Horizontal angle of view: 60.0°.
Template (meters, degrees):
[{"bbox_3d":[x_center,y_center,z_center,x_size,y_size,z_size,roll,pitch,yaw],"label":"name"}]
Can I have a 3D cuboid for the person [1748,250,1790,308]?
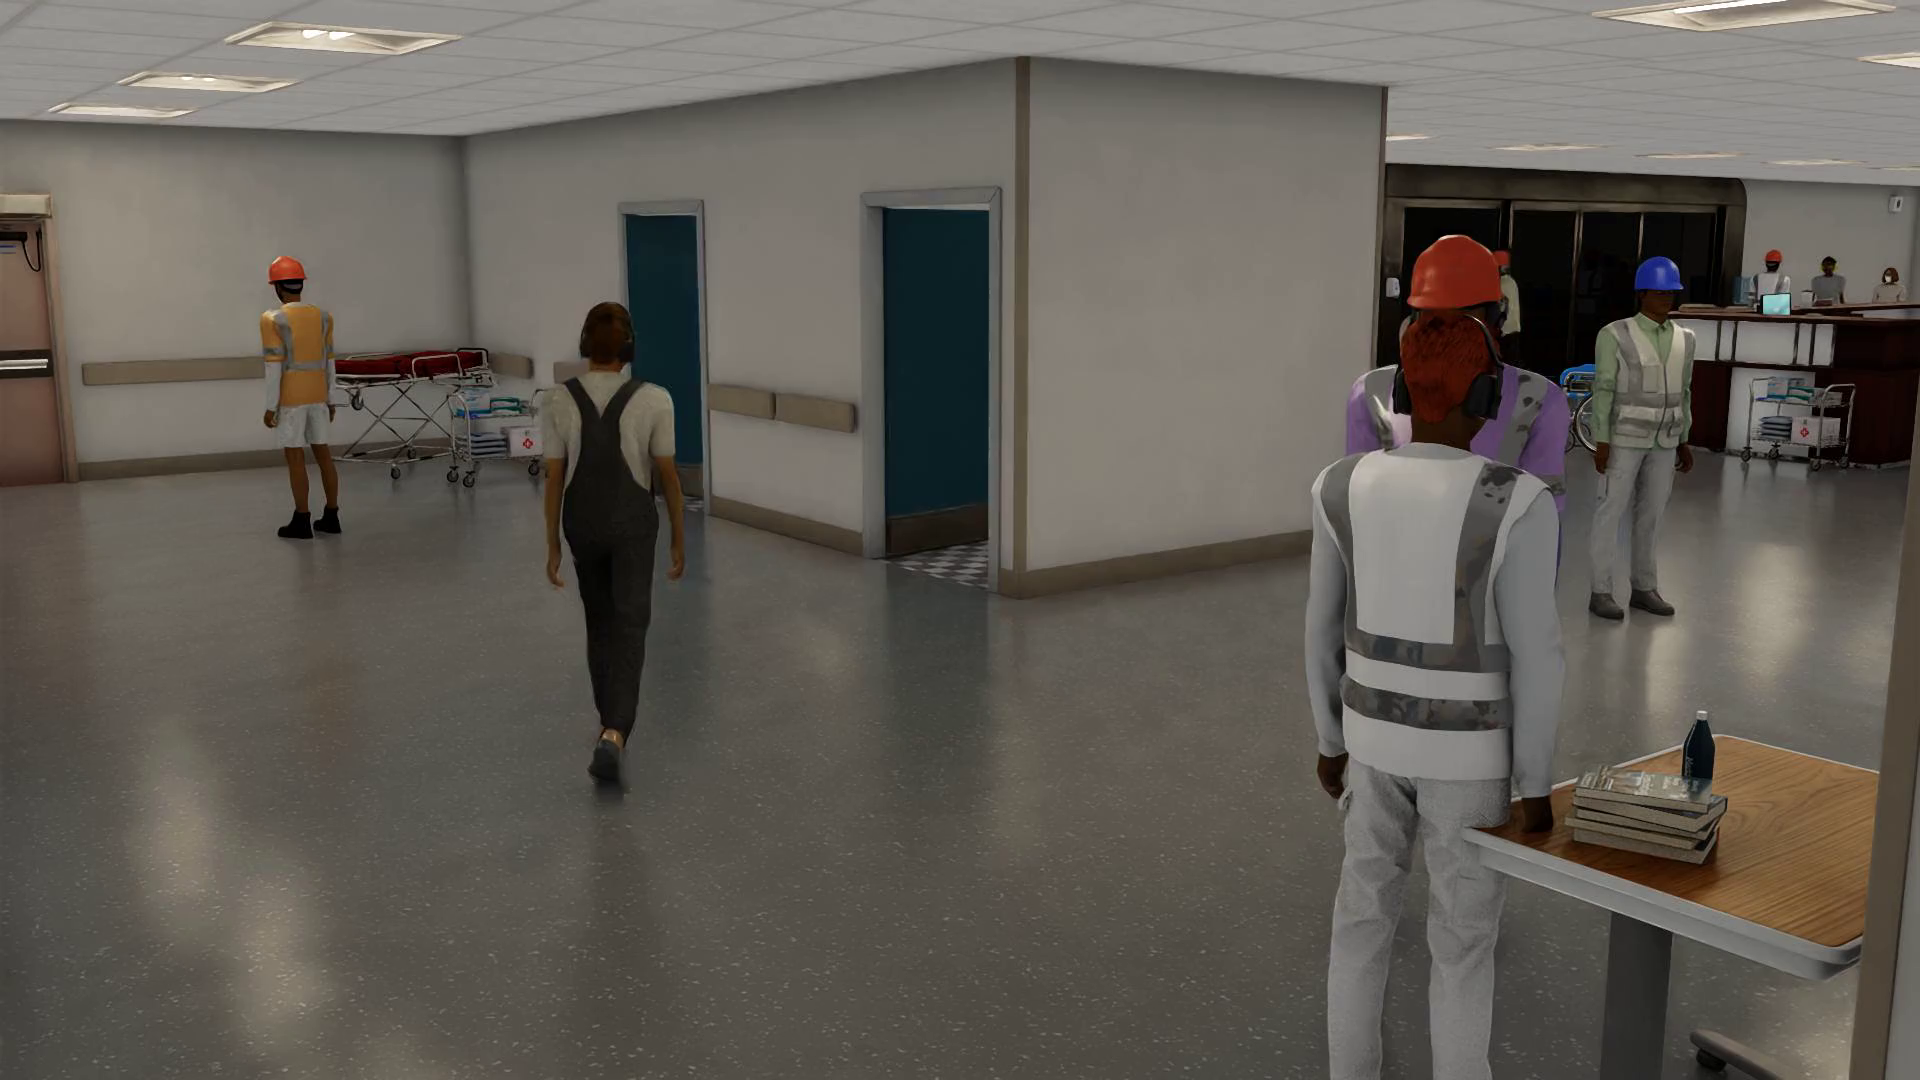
[{"bbox_3d":[11.673,-3.218,24.035,0.546,1.930,0.385,9,13,41],"label":"person"}]

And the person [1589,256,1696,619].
[{"bbox_3d":[3.695,-0.548,9.006,0.603,1.949,0.389,-3,10,-14],"label":"person"}]

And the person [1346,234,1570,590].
[{"bbox_3d":[1.354,0.181,4.665,0.610,2.042,0.396,5,11,24],"label":"person"}]

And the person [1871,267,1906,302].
[{"bbox_3d":[15.049,-3.605,27.017,0.498,1.634,0.280,9,14,42],"label":"person"}]

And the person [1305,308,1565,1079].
[{"bbox_3d":[1.010,0.454,3.573,0.573,1.886,0.355,10,14,44],"label":"person"}]

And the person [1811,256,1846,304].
[{"bbox_3d":[13.991,-3.670,26.867,0.522,1.831,0.940,8,13,37],"label":"person"}]

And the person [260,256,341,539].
[{"bbox_3d":[-4.564,-0.978,11.457,0.376,1.932,0.551,6,12,32],"label":"person"}]

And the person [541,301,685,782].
[{"bbox_3d":[-1.335,0.000,6.378,0.521,1.818,0.897,0,10,-1],"label":"person"}]
